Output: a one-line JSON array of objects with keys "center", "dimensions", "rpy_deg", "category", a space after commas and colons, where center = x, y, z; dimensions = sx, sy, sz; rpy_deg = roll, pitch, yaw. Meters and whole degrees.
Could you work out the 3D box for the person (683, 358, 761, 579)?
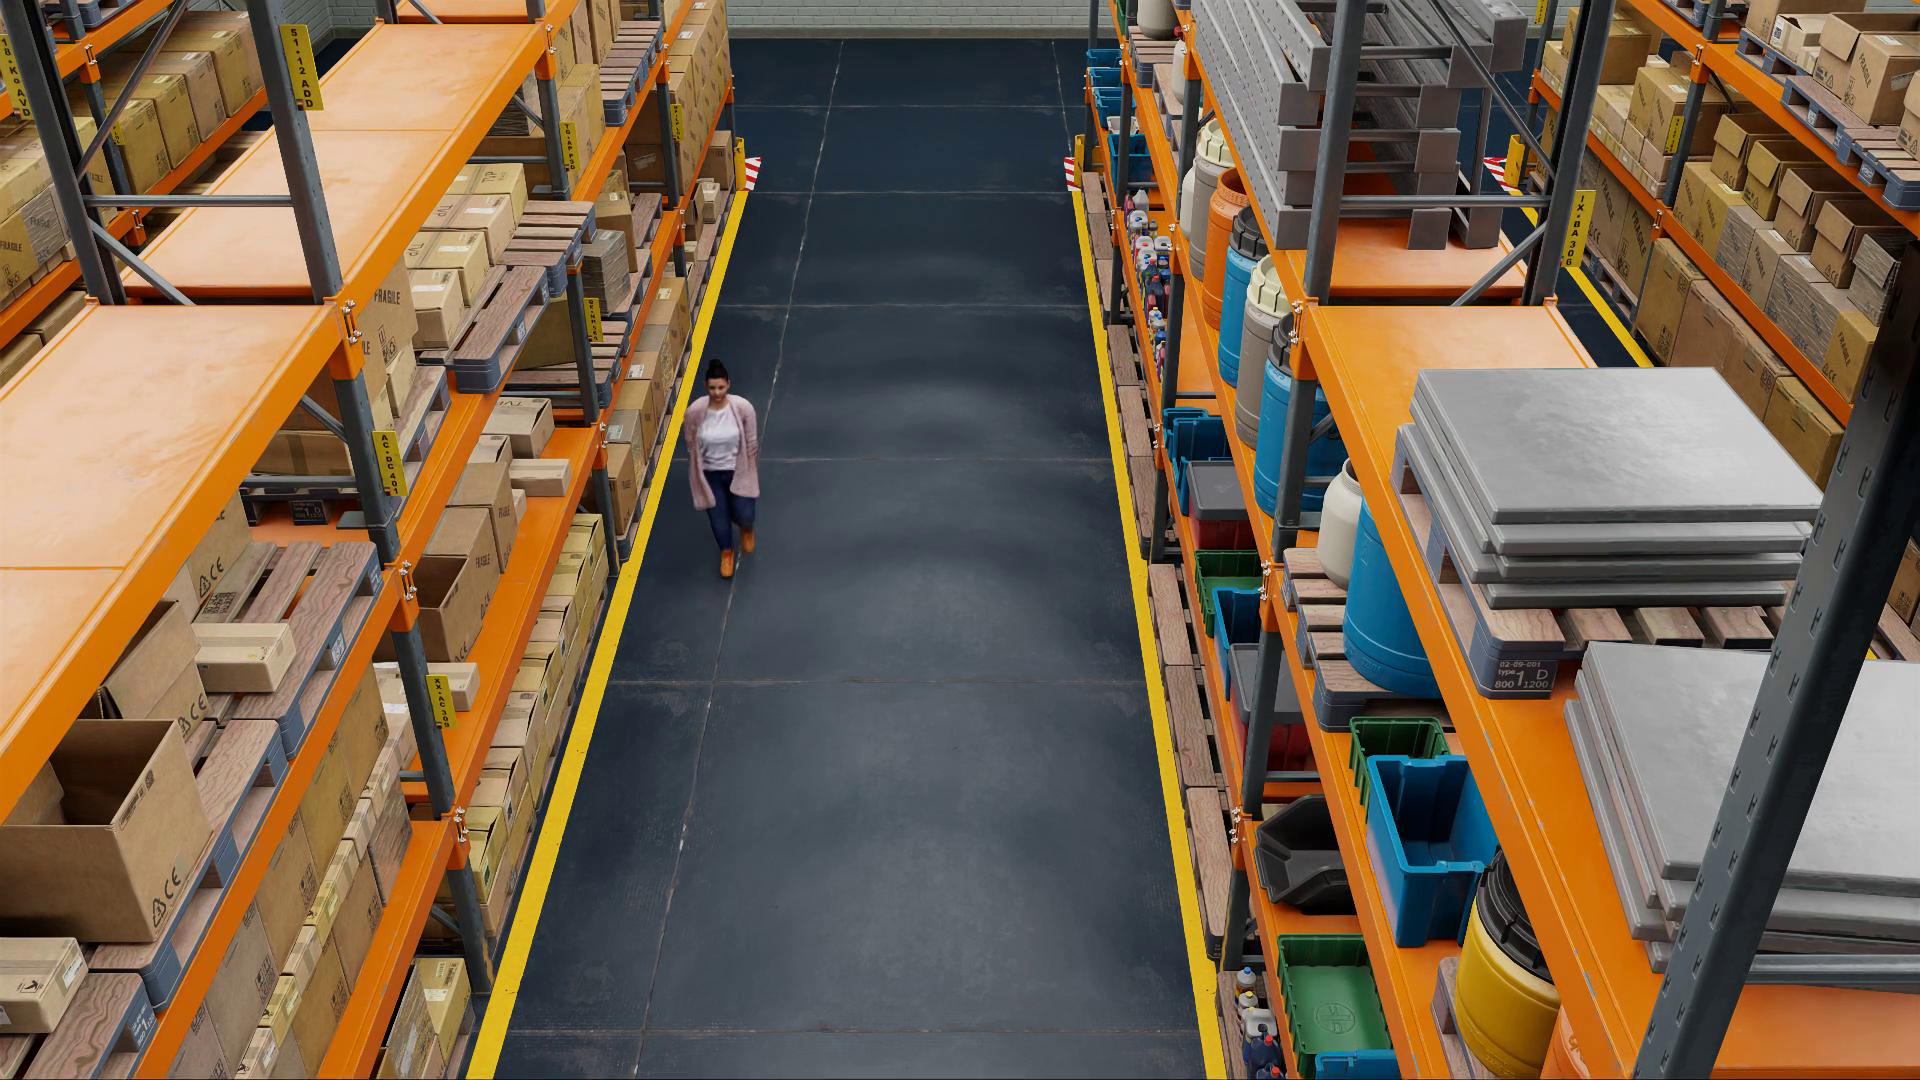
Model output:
[{"center": [-1.708, -0.554, 12.054], "dimensions": [0.674, 1.730, 0.748], "rpy_deg": [-2, 33, -2], "category": "person"}]
